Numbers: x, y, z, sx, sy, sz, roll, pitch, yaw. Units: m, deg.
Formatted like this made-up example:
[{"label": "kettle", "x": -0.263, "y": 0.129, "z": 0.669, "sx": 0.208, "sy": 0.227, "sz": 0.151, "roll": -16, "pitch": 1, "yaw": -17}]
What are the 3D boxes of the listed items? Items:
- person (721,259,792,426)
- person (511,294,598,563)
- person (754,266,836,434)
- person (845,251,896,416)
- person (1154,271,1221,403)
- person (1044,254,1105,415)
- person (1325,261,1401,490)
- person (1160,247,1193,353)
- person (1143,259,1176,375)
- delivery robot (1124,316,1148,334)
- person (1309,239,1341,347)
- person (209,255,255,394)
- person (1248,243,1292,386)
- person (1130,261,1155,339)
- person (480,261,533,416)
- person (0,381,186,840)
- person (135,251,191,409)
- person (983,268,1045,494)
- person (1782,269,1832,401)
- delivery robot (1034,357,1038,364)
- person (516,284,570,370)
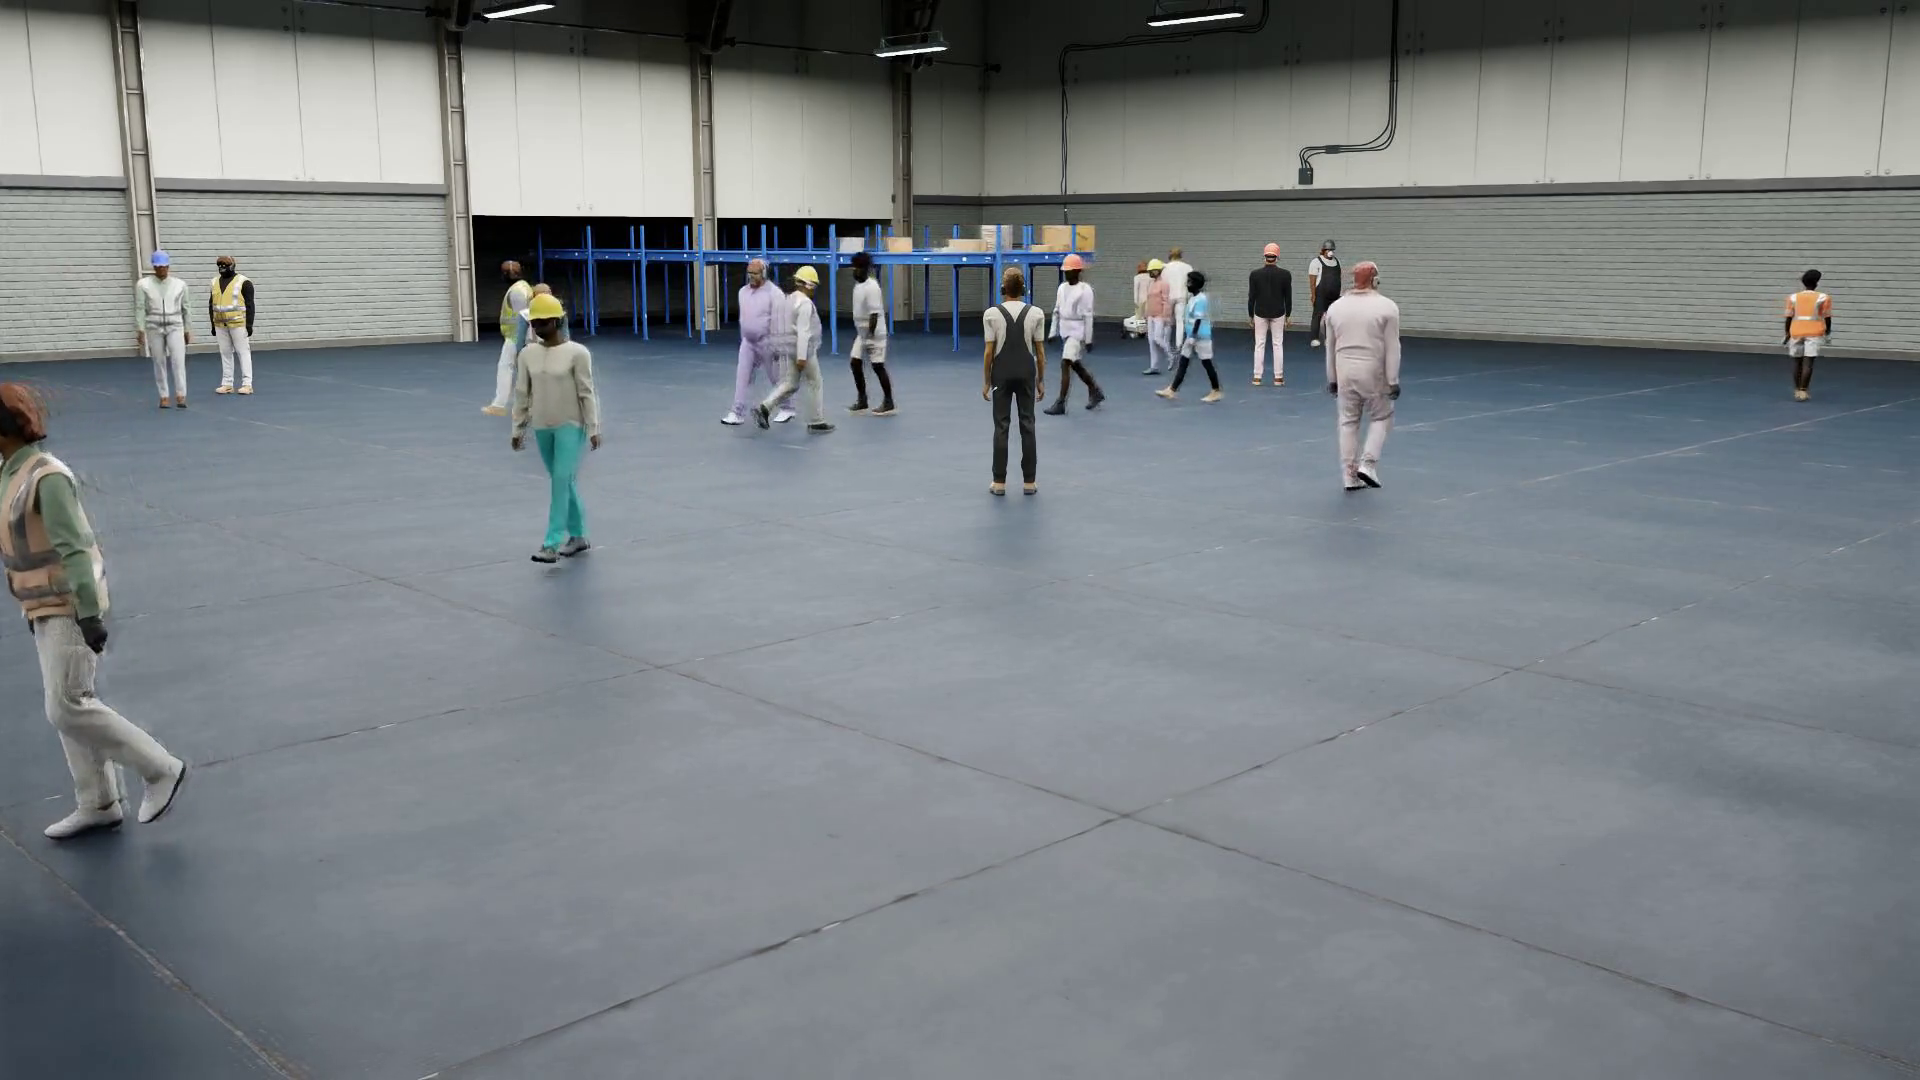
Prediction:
[{"label": "person", "x": -2.242, "y": -2.214, "z": 18.657, "sx": 0.665, "sy": 1.845, "sz": 1.009, "roll": 6, "pitch": 12, "yaw": 30}, {"label": "person", "x": -2.668, "y": -0.711, "z": 10.742, "sx": 0.544, "sy": 1.722, "sz": 0.870, "roll": 4, "pitch": 11, "yaw": 19}, {"label": "person", "x": -1.769, "y": -2.030, "z": 17.770, "sx": 0.822, "sy": 1.794, "sz": 0.595, "roll": -5, "pitch": 11, "yaw": -24}, {"label": "person", "x": -1.064, "y": -2.412, "z": 19.492, "sx": 0.717, "sy": 1.918, "sz": 0.622, "roll": -6, "pitch": 12, "yaw": -29}, {"label": "person", "x": 2.914, "y": -2.551, "z": 20.964, "sx": 0.861, "sy": 1.646, "sz": 0.550, "roll": -1, "pitch": 10, "yaw": -7}, {"label": "person", "x": 1.410, "y": -2.477, "z": 19.963, "sx": 0.965, "sy": 1.908, "sz": 0.541, "roll": -7, "pitch": 12, "yaw": -33}, {"label": "person", "x": 3.349, "y": -1.351, "z": 13.789, "sx": 0.677, "sy": 1.891, "sz": 0.431, "roll": 8, "pitch": 13, "yaw": 37}, {"label": "person", "x": 3.911, "y": -4.363, "z": 30.248, "sx": 0.630, "sy": 1.889, "sz": 1.028, "roll": 0, "pitch": 10, "yaw": 3}, {"label": "person", "x": 3.021, "y": -3.399, "z": 25.353, "sx": 0.425, "sy": 1.750, "sz": 0.540, "roll": -6, "pitch": 12, "yaw": -28}, {"label": "delivery robot", "x": 3.627, "y": -4.423, "z": 34.063, "sx": 0.477, "sy": 0.478, "sz": 0.707, "roll": -3, "pitch": 11, "yaw": -17}, {"label": "person", "x": 7.046, "y": -4.717, "z": 31.868, "sx": 0.686, "sy": 2.000, "sz": 0.535, "roll": -4, "pitch": 11, "yaw": -22}, {"label": "person", "x": -9.757, "y": -2.877, "z": 22.260, "sx": 0.636, "sy": 1.842, "sz": 0.429, "roll": 2, "pitch": 11, "yaw": 11}, {"label": "person", "x": 4.384, "y": -3.189, "z": 23.541, "sx": 0.618, "sy": 1.994, "sz": 0.380, "roll": 2, "pitch": 11, "yaw": 9}, {"label": "person", "x": 3.740, "y": -4.852, "z": 33.731, "sx": 0.523, "sy": 1.582, "sz": 0.885, "roll": -3, "pitch": 11, "yaw": -18}, {"label": "person", "x": -5.276, "y": -2.349, "z": 19.492, "sx": 0.868, "sy": 1.809, "sz": 0.629, "roll": 0, "pitch": 10, "yaw": -1}, {"label": "person", "x": -3.115, "y": 0.253, "z": 5.799, "sx": 0.501, "sy": 1.620, "sz": 0.521, "roll": -9, "pitch": 14, "yaw": -42}, {"label": "person", "x": -9.706, "y": -2.550, "z": 20.291, "sx": 0.627, "sy": 1.909, "sz": 0.928, "roll": -5, "pitch": 12, "yaw": -26}, {"label": "person", "x": 0.443, "y": -1.303, "z": 13.664, "sx": 0.514, "sy": 1.846, "sz": 0.339, "roll": -1, "pitch": 10, "yaw": -4}, {"label": "person", "x": 10.941, "y": -2.645, "z": 21.473, "sx": 0.449, "sy": 1.691, "sz": 0.563, "roll": -10, "pitch": 14, "yaw": -42}, {"label": "delivery robot", "x": 0.763, "y": -2.560, "z": 23.192, "sx": 0.698, "sy": 0.223, "sz": 0.335, "roll": -2, "pitch": 11, "yaw": -11}, {"label": "person", "x": -4.328, "y": -1.839, "z": 17.235, "sx": 0.518, "sy": 1.611, "sz": 0.705, "roll": -6, "pitch": 12, "yaw": -29}]
